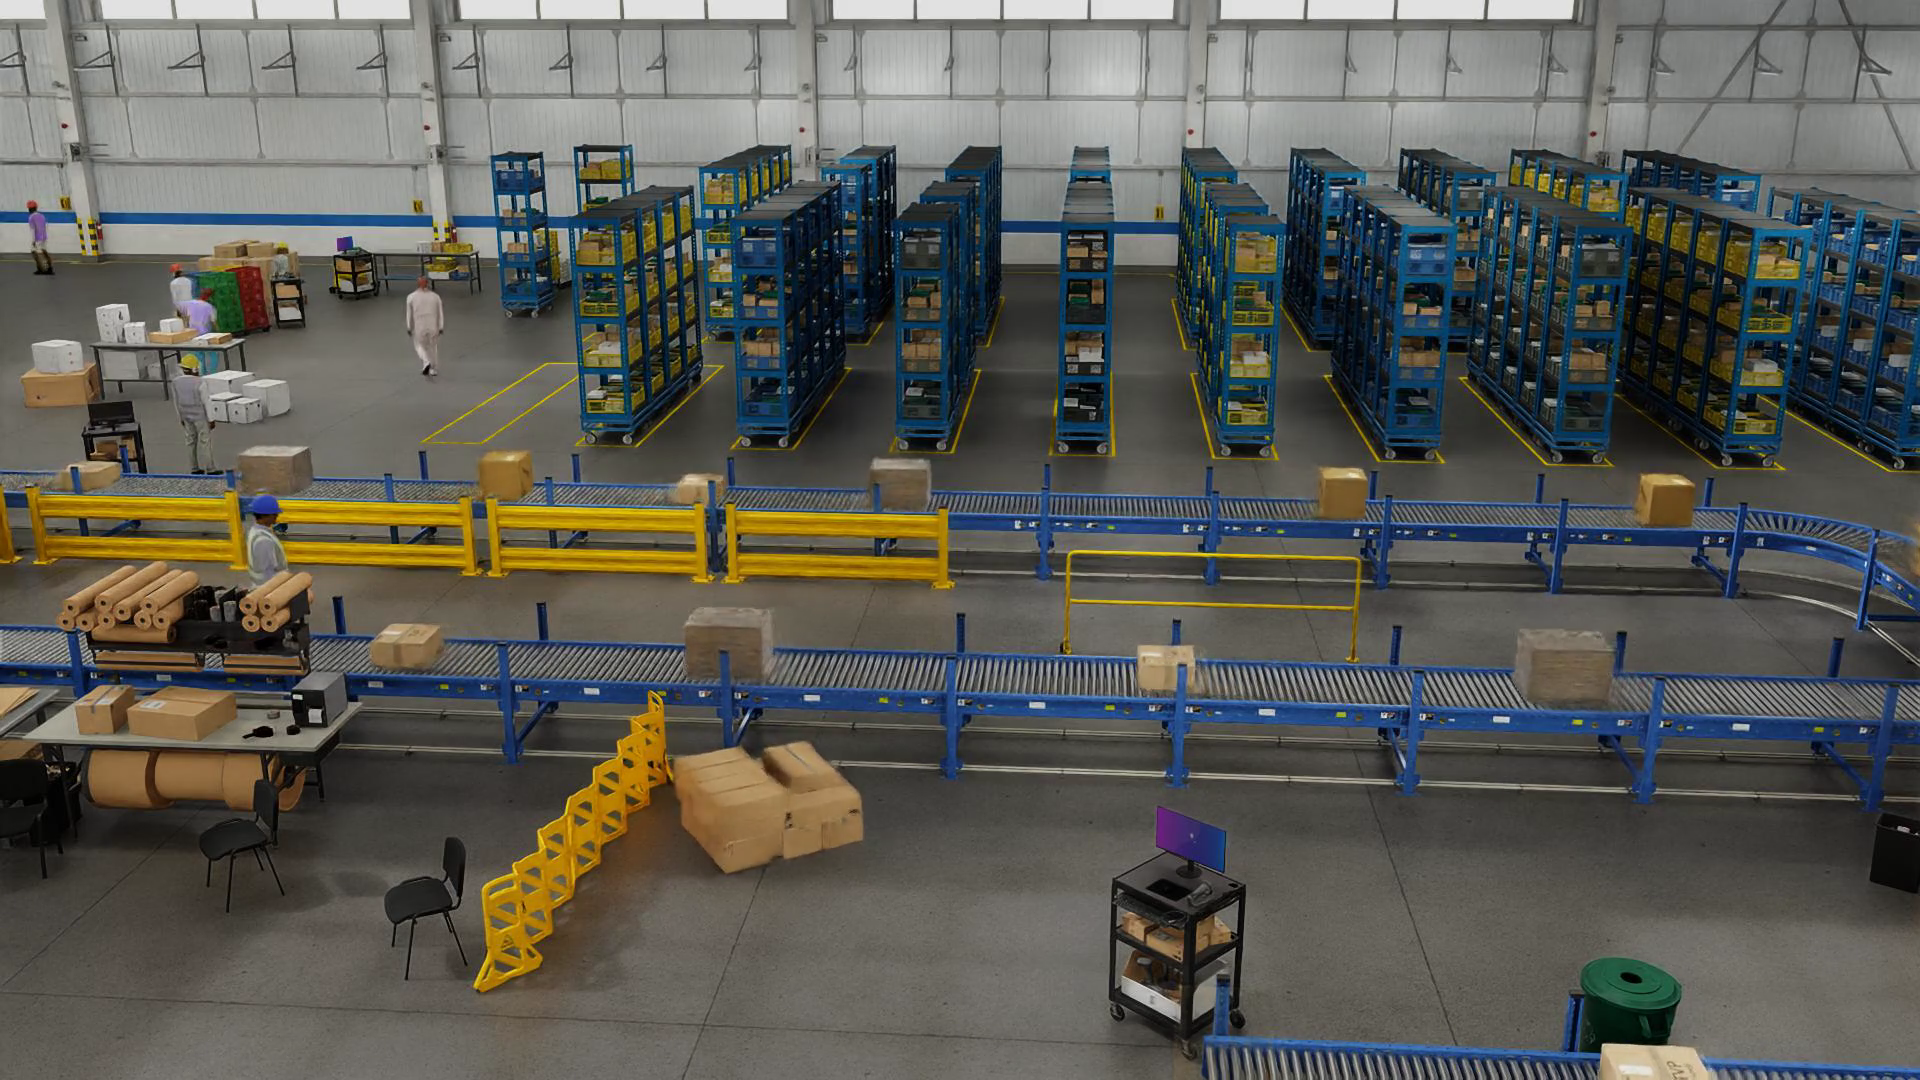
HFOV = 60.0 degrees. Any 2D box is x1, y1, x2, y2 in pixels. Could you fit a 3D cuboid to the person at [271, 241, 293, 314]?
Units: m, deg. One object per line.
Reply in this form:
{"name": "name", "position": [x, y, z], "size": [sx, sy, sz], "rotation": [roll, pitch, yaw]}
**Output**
{"name": "person", "position": [-15.131, -5.786, 37.100], "size": [0.528, 1.708, 0.576], "rotation": [16, 24, 42]}

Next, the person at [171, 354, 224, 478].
{"name": "person", "position": [-11.140, -1.804, 24.286], "size": [0.594, 1.832, 0.404], "rotation": [4, 18, 13]}

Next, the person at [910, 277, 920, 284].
{"name": "person", "position": [-0.900, -5.711, 36.698], "size": [0.403, 1.823, 0.586], "rotation": [-5, 18, -16]}

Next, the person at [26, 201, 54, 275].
{"name": "person", "position": [-24.079, -7.878, 43.403], "size": [0.636, 1.921, 0.598], "rotation": [3, 18, 9]}

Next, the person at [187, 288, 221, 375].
{"name": "person", "position": [-13.813, -3.704, 30.373], "size": [0.667, 1.806, 0.387], "rotation": [3, 18, 8]}

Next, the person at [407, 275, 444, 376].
{"name": "person", "position": [-10.028, -4.013, 31.197], "size": [0.674, 1.888, 0.424], "rotation": [-10, 20, -29]}

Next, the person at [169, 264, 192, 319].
{"name": "person", "position": [-15.878, -4.767, 33.899], "size": [0.887, 1.697, 0.557], "rotation": [8, 19, 24]}

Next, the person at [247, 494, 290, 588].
{"name": "person", "position": [-6.981, 0.475, 16.884], "size": [0.428, 1.943, 0.614], "rotation": [-8, 19, -24]}
